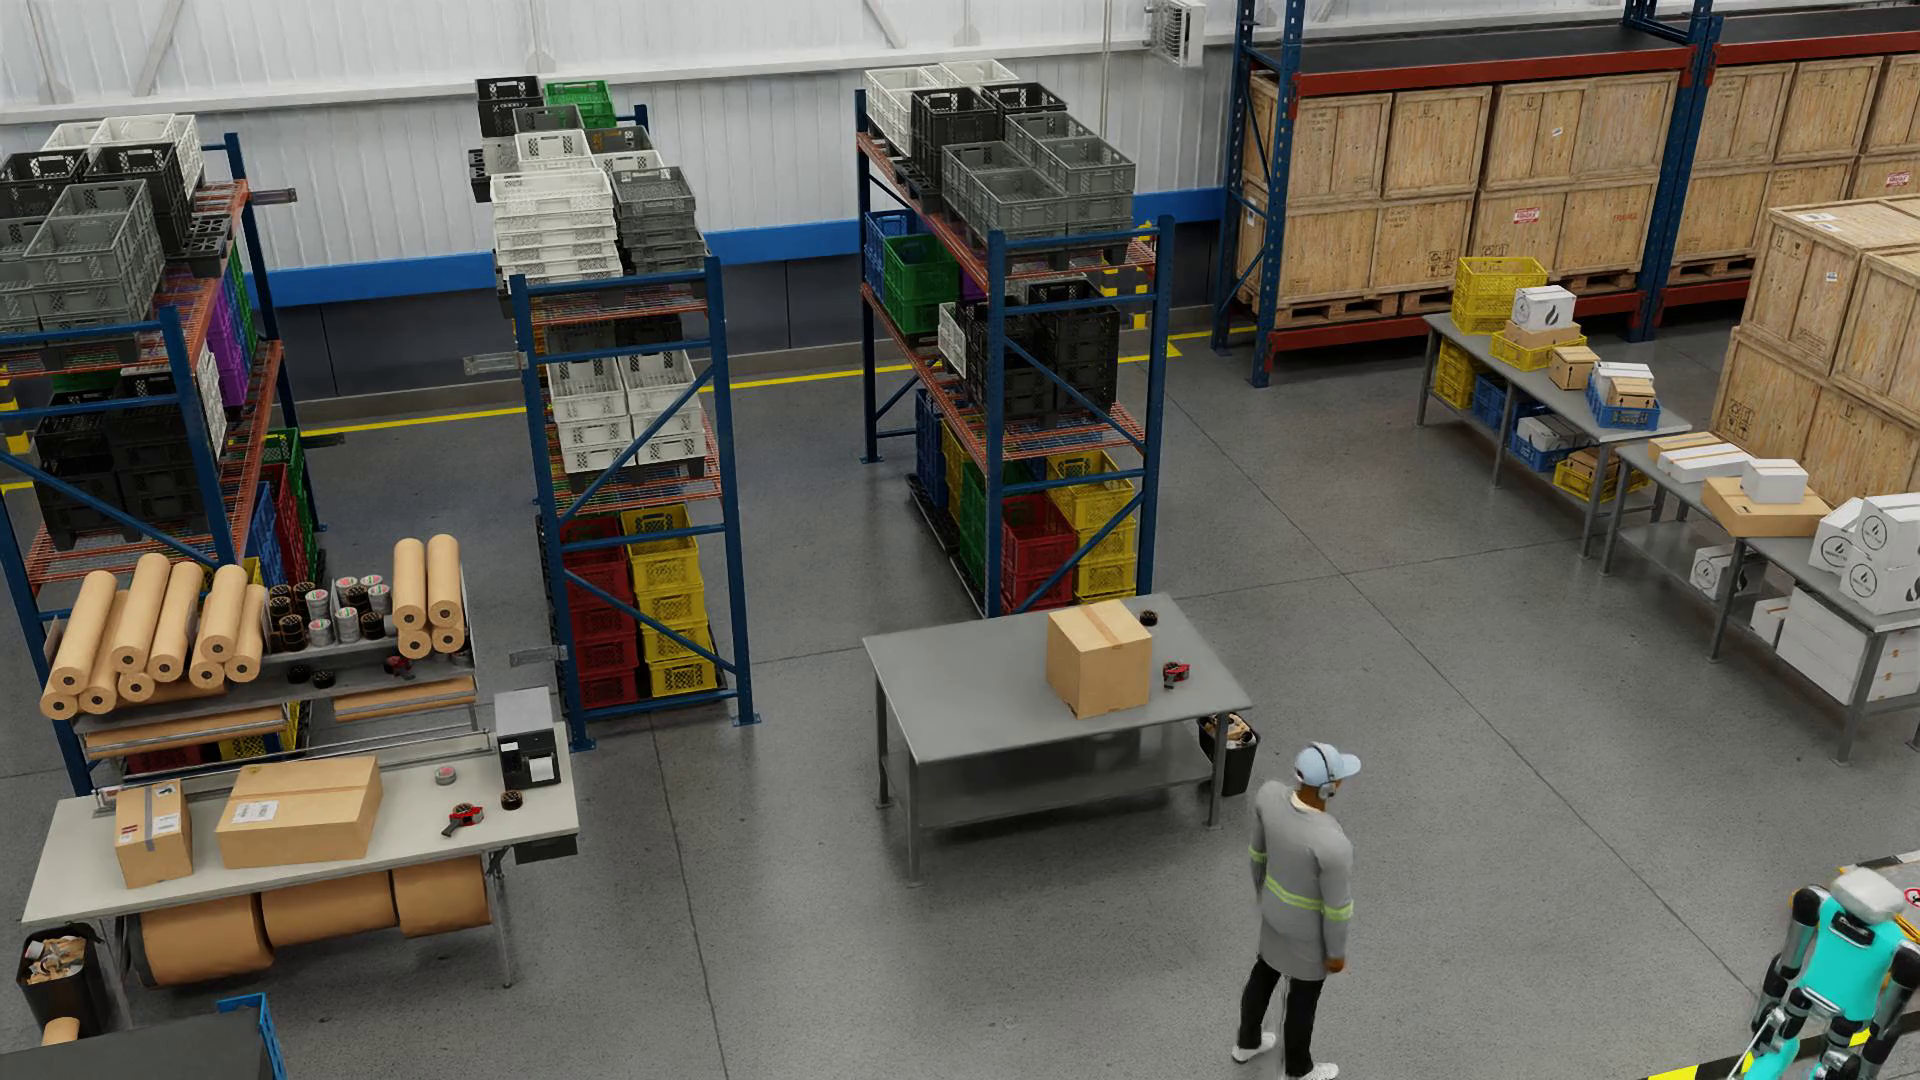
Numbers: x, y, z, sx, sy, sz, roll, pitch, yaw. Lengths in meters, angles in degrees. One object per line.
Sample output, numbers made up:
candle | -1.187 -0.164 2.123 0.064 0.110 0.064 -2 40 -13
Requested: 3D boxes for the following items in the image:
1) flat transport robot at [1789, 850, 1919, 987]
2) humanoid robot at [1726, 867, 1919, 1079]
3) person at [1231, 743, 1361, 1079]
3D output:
flat transport robot | 5.163 1.916 8.676 1.431 0.231 0.659 -8 30 -14
humanoid robot | 3.306 2.189 6.738 1.067 1.775 0.530 -18 33 -29
person | 1.507 1.700 7.453 0.488 1.863 0.606 -16 33 -27
